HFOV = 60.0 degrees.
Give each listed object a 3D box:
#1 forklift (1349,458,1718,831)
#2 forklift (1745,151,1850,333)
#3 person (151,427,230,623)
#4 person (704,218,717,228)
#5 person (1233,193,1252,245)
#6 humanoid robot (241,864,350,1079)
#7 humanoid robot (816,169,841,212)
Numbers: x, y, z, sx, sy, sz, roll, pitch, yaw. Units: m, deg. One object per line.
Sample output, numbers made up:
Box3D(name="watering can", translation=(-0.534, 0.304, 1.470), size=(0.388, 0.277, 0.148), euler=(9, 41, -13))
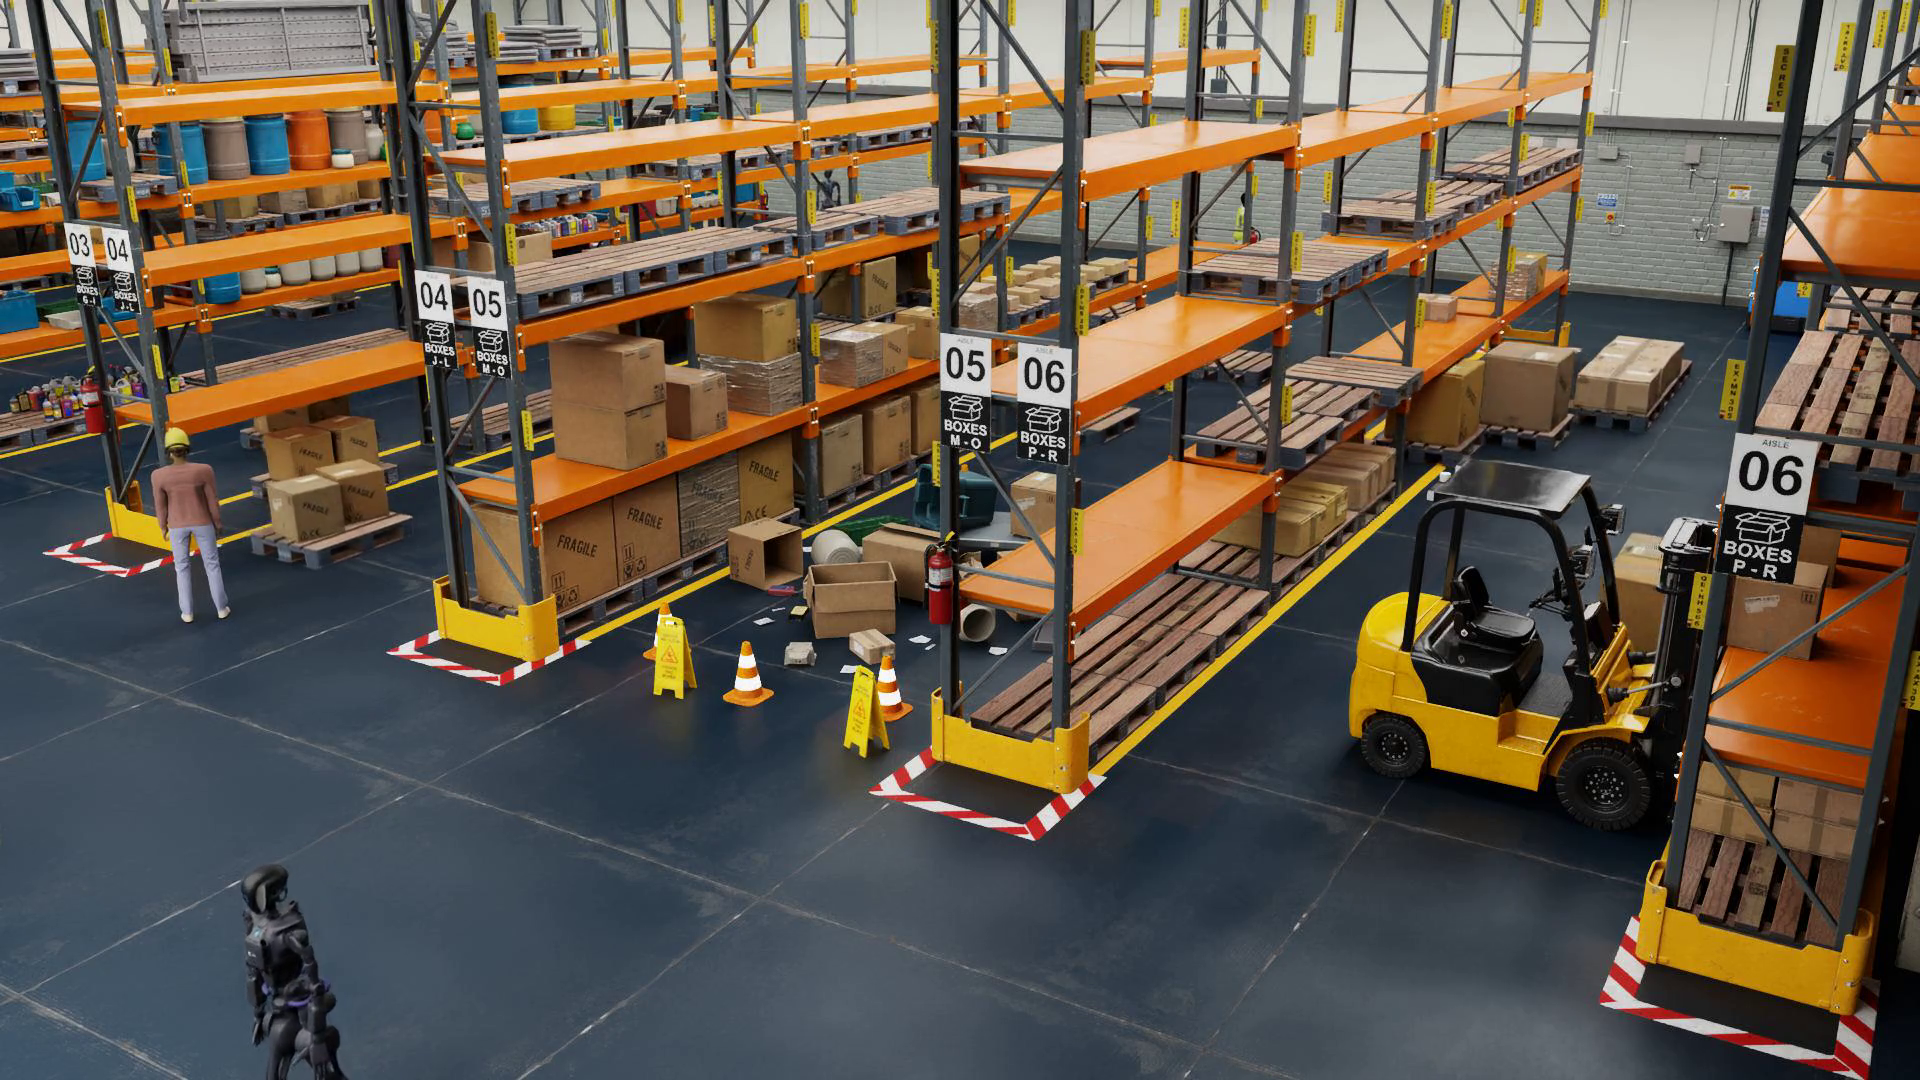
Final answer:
Box3D(name="forklift", translation=(3.988, 0.658, 11.776), size=(2.313, 2.155, 1.214), euler=(11, 22, 29))
Box3D(name="forklift", translation=(13.620, -4.667, 26.137), size=(1.873, 2.768, 1.129), euler=(11, 22, 29))
Box3D(name="person", translation=(-6.815, -0.134, 14.728), size=(0.521, 1.760, 0.341), euler=(-7, 20, -19))
Box3D(name="person", translation=(-5.244, -7.061, 34.862), size=(0.489, 1.688, 0.351), euler=(-6, 20, -17))
Box3D(name="person", translation=(5.172, -5.511, 30.377), size=(0.323, 1.686, 0.539), euler=(-2, 19, -5))
Box3D(name="humanoid robot", translation=(-3.181, 2.289, 7.922), size=(0.587, 1.626, 0.786), euler=(12, 22, 31))
Box3D(name="humanoid robot", translation=(-2.749, -6.840, 34.310), size=(0.608, 1.626, 0.778), euler=(-10, 21, -26))
